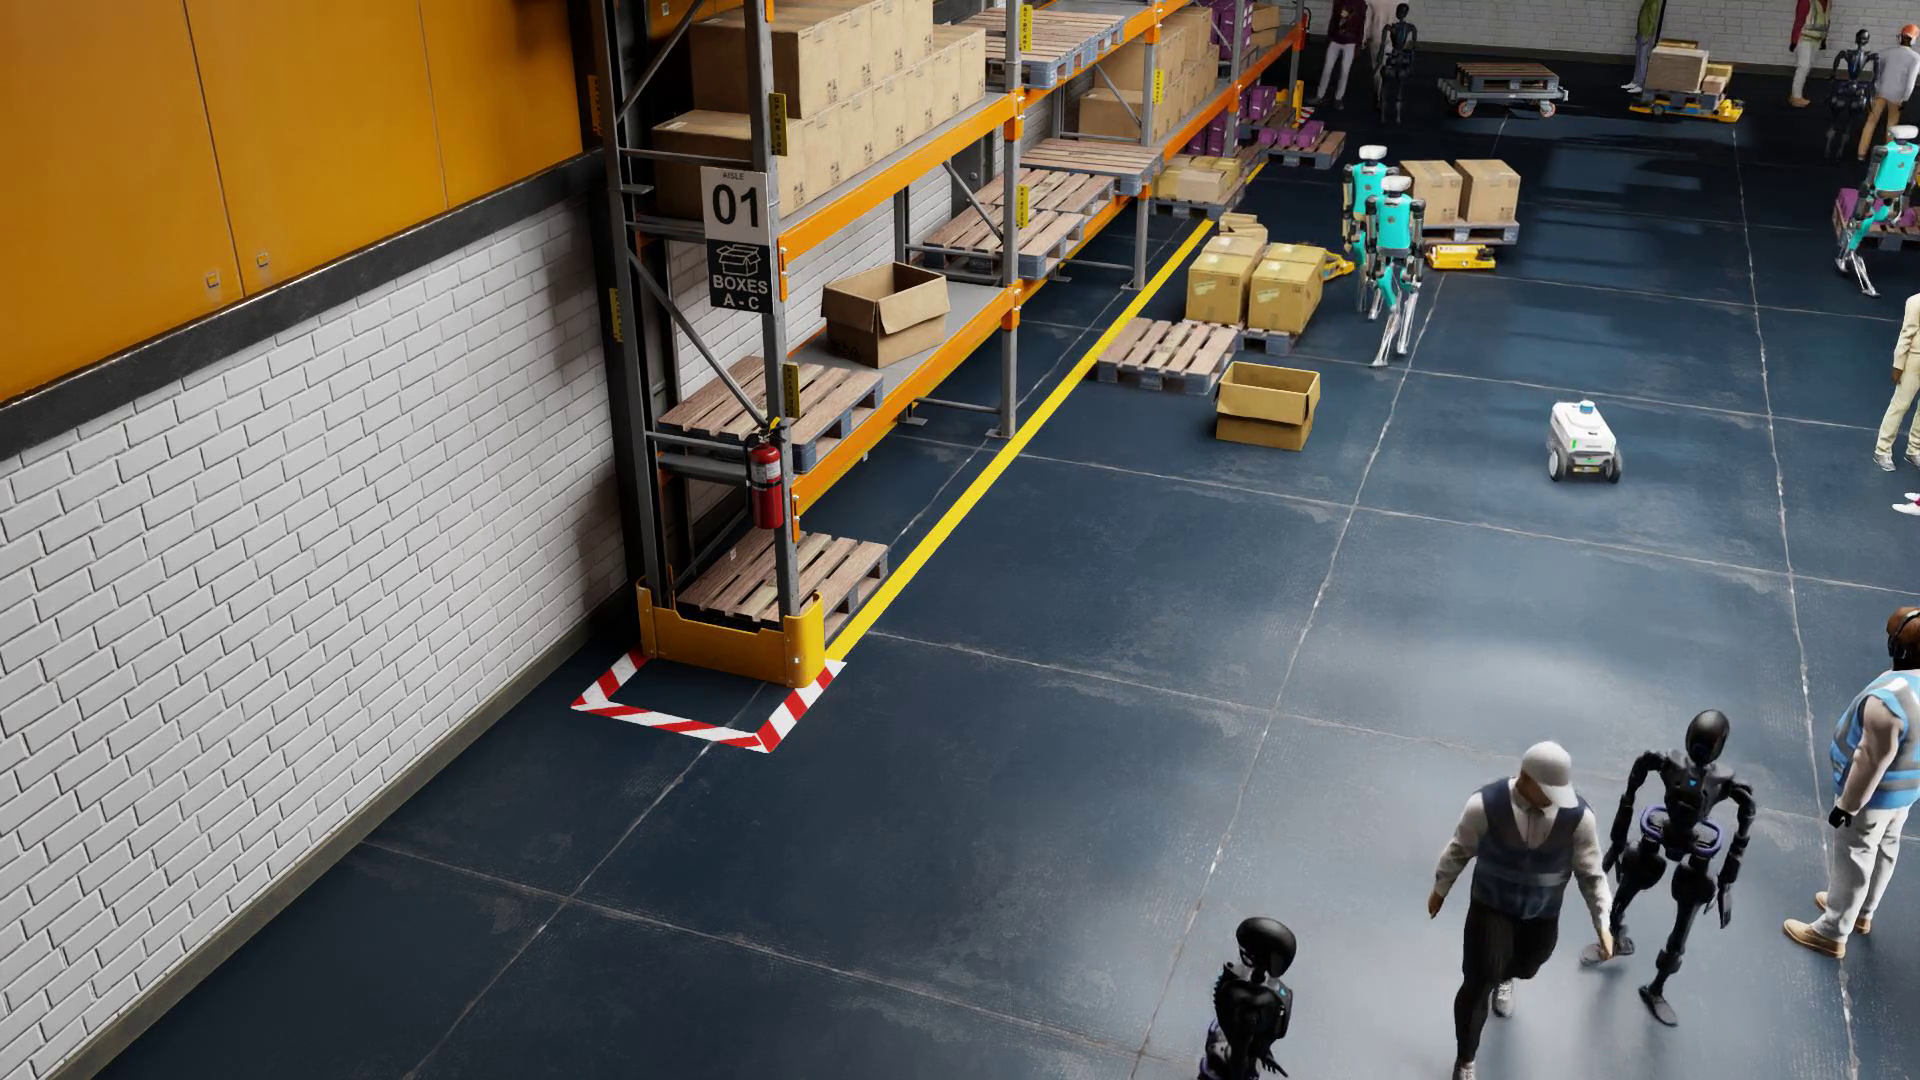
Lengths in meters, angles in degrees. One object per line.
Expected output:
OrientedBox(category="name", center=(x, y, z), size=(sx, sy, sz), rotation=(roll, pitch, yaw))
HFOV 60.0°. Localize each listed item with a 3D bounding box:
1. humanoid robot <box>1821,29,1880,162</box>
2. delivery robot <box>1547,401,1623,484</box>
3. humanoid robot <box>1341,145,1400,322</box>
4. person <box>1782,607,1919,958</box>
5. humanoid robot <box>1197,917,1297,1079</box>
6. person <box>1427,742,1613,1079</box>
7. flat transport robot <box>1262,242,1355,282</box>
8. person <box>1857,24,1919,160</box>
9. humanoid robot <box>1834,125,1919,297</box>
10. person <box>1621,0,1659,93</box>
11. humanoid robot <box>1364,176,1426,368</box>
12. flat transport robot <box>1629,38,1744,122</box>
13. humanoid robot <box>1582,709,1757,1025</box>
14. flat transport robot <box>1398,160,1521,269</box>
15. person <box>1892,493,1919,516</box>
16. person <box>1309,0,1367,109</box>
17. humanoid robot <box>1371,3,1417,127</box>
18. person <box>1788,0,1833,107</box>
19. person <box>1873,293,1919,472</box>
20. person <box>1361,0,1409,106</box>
OrientedBox(category="humanoid robot", center=(11.374, -5.683, 21.243), size=(0.586, 1.644, 0.436), rotation=(15, 31, 27))
OrientedBox(category="delivery robot", center=(4.844, -0.774, 12.962), size=(0.499, 0.614, 0.818), rotation=(2, 27, 4))
OrientedBox(category="humanoid robot", center=(3.932, -2.927, 15.869), size=(0.565, 1.807, 0.848), rotation=(12, 30, 22))
OrientedBox(category="person", center=(4.295, 1.142, 7.824), size=(0.622, 1.840, 0.431), rotation=(-18, 32, -31))
OrientedBox(category="humanoid robot", center=(1.100, 2.054, 6.246), size=(0.651, 1.640, 0.591), rotation=(8, 28, 16))
OrientedBox(category="person", center=(2.404, 1.538, 7.182), size=(0.741, 1.717, 0.789), rotation=(4, 28, 7))
OrientedBox(category="flat transport robot", center=(3.410, -2.753, 17.091), size=(0.659, 0.231, 1.431), rotation=(22, 35, 36))
OrientedBox(category="person", center=(11.929, -5.733, 21.317), size=(0.929, 1.689, 0.578), rotation=(-20, 34, -34))
OrientedBox(category="humanoid robot", center=(9.135, -3.366, 16.767), size=(0.531, 1.776, 1.066), rotation=(-2, 27, -3))
OrientedBox(category="person", center=(10.227, -7.545, 24.891), size=(0.281, 1.636, 0.499), rotation=(2, 27, 4))
OrientedBox(category="humanoid robot", center=(3.909, -2.419, 14.842), size=(0.578, 1.768, 0.865), rotation=(16, 31, 29))
OrientedBox(category="flat transport robot", center=(10.388, -6.205, 23.786), size=(1.431, 0.231, 0.659), rotation=(15, 31, 27))
OrientedBox(category="humanoid robot", center=(3.212, 1.409, 7.488), size=(0.595, 1.647, 0.467), rotation=(17, 32, 29))
OrientedBox(category="flat transport robot", center=(5.282, -3.248, 18.050), size=(0.659, 0.231, 1.431), rotation=(0, 27, 0))
OrientedBox(category="person", center=(7.180, -0.947, 12.108), size=(0.280, 1.628, 0.501), rotation=(23, 35, 37))
OrientedBox(category="person", center=(5.445, -7.124, 23.786), size=(0.642, 1.902, 0.442), rotation=(11, 29, 20))
OrientedBox(category="humanoid robot", center=(5.988, -6.532, 22.892), size=(0.609, 1.644, 0.325), rotation=(-7, 28, -14))
OrientedBox(category="person", center=(12.289, -7.207, 24.023), size=(0.660, 1.828, 0.474), rotation=(-14, 31, -26))
OrientedBox(category="person", center=(7.443, -1.348, 12.759), size=(0.555, 1.743, 0.342), rotation=(1, 27, 3))
OrientedBox(category="person", center=(6.163, -7.300, 24.176), size=(0.696, 1.869, 1.035), rotation=(6, 28, 11))
